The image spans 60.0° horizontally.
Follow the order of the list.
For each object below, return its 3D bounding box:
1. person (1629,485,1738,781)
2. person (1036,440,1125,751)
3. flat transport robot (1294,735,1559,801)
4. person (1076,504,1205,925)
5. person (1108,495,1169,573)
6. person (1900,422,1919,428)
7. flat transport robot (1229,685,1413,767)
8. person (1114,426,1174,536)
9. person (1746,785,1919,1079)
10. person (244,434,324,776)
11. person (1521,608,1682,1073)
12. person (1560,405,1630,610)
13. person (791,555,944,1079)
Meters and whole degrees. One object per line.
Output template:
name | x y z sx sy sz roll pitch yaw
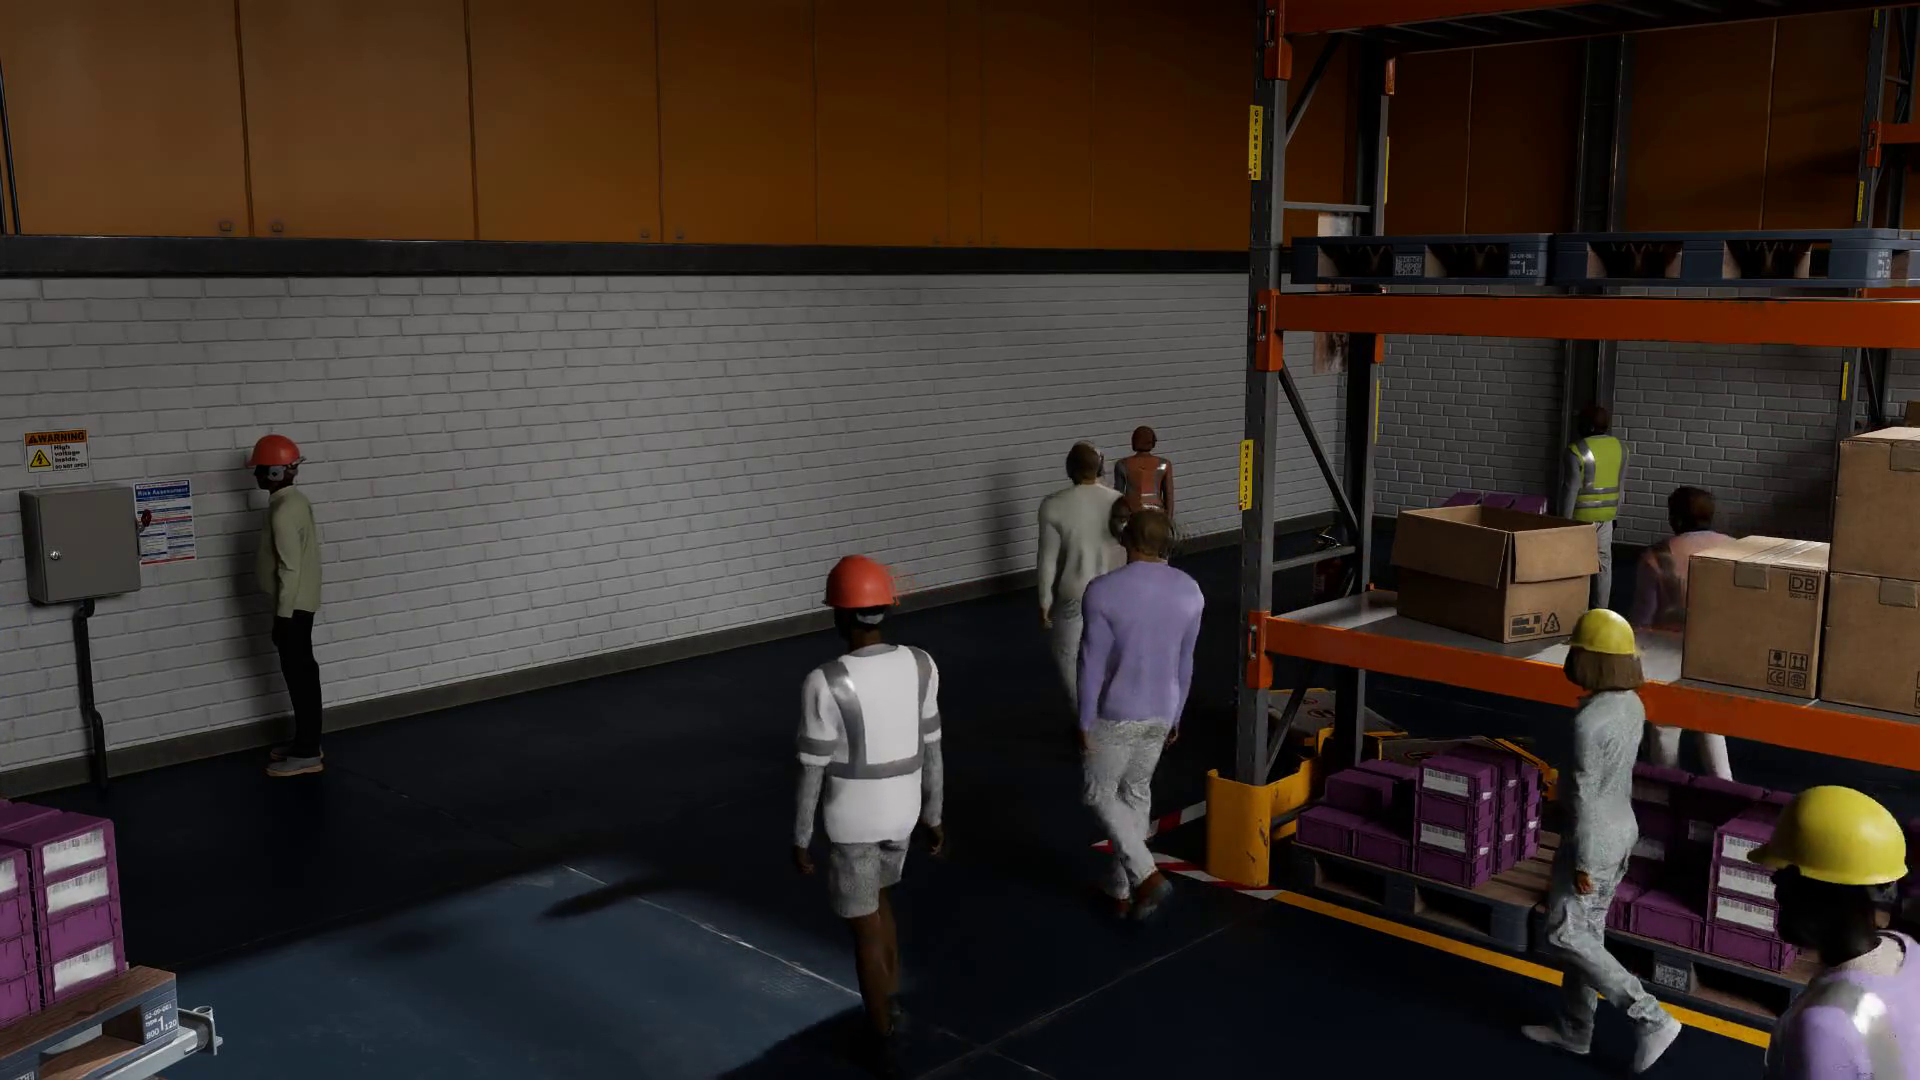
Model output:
person | 3.815 0.637 8.649 0.657 1.831 0.571 0 9 3
person | 0.783 0.356 10.113 0.645 1.916 0.699 -3 10 -15
flat transport robot | 2.679 1.301 9.350 1.431 0.197 0.652 -2 9 -10
person | 0.827 0.796 7.444 0.649 1.906 0.601 -5 11 -29
person | 1.036 0.496 10.213 0.510 1.608 0.666 2 10 14
person | 6.616 0.084 11.887 0.650 1.879 0.687 -5 10 -26
flat transport robot | 2.219 1.145 10.304 0.652 0.197 1.431 -2 9 -10
person | 1.545 -0.145 14.029 0.514 1.640 0.310 2 9 9
person | 1.722 1.437 3.557 0.925 1.884 0.612 7 12 38
person | -3.949 0.381 9.744 0.416 1.993 0.620 -3 10 -17
person | 2.377 1.109 6.078 0.550 1.729 0.490 9 13 43
person | 5.162 -0.190 13.679 0.627 1.847 0.429 -4 10 -23
person | -0.367 1.005 6.111 0.580 1.919 0.529 -7 12 -37
